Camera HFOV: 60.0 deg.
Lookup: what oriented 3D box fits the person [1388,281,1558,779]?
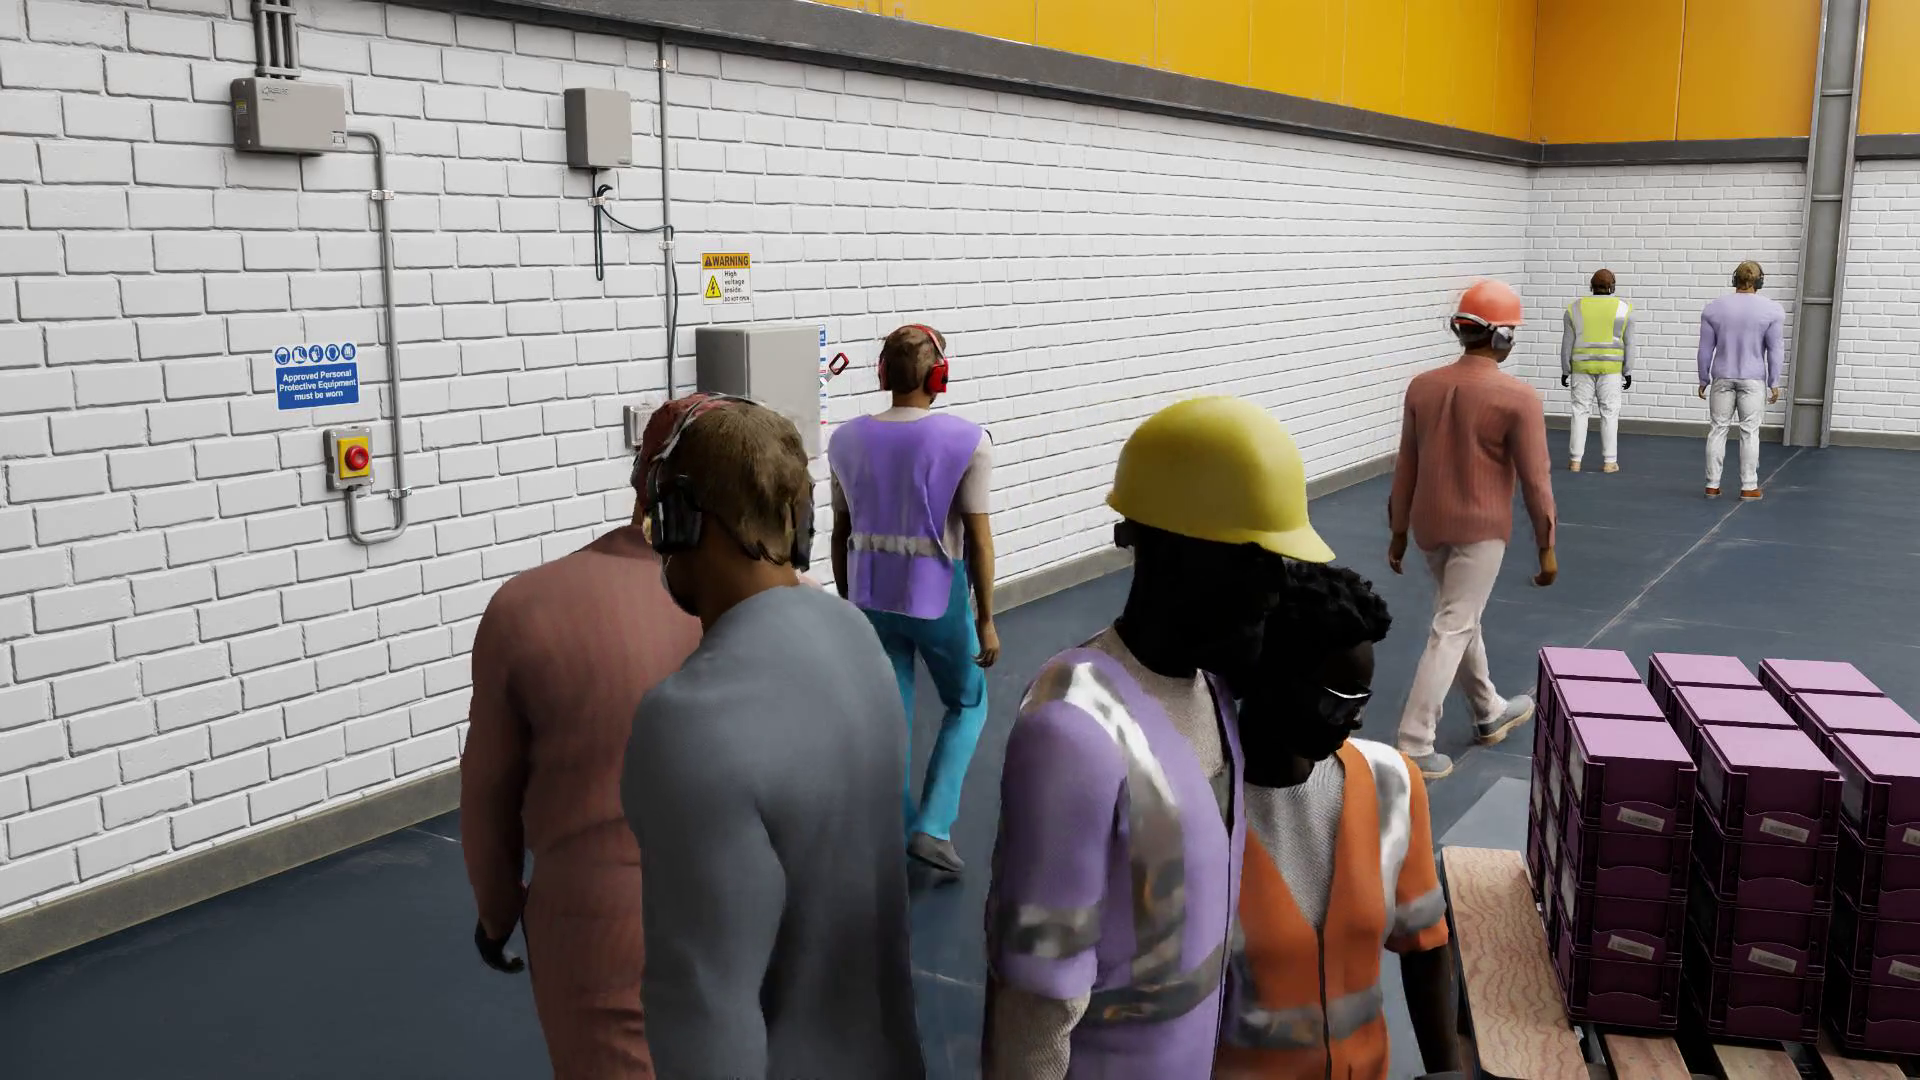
[{"bbox_3d":[2.059,-0.044,6.600,1.031,1.937,0.656,-7,12,-34],"label":"person"}]

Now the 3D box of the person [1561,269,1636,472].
[{"bbox_3d":[5.793,-1.535,15.127,0.633,1.842,0.429,4,11,23],"label":"person"}]

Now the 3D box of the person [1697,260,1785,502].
[{"bbox_3d":[6.296,-1.280,13.443,0.638,1.938,0.356,8,13,36],"label":"person"}]

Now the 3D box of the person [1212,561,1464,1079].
[{"bbox_3d":[0.458,0.848,2.391,0.547,1.670,0.488,-4,11,-23],"label":"person"}]

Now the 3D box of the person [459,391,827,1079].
[{"bbox_3d":[-0.545,0.663,2.962,0.621,1.851,0.892,-6,12,-29],"label":"person"}]

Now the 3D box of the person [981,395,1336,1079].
[{"bbox_3d":[0.253,0.752,2.267,0.489,1.902,0.603,4,11,21],"label":"person"}]

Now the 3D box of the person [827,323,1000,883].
[{"bbox_3d":[-0.146,0.225,5.377,0.592,1.833,0.450,4,11,21],"label":"person"}]

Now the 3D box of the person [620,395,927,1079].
[{"bbox_3d":[-0.261,0.766,2.222,0.448,1.896,0.657,3,11,18],"label":"person"}]
